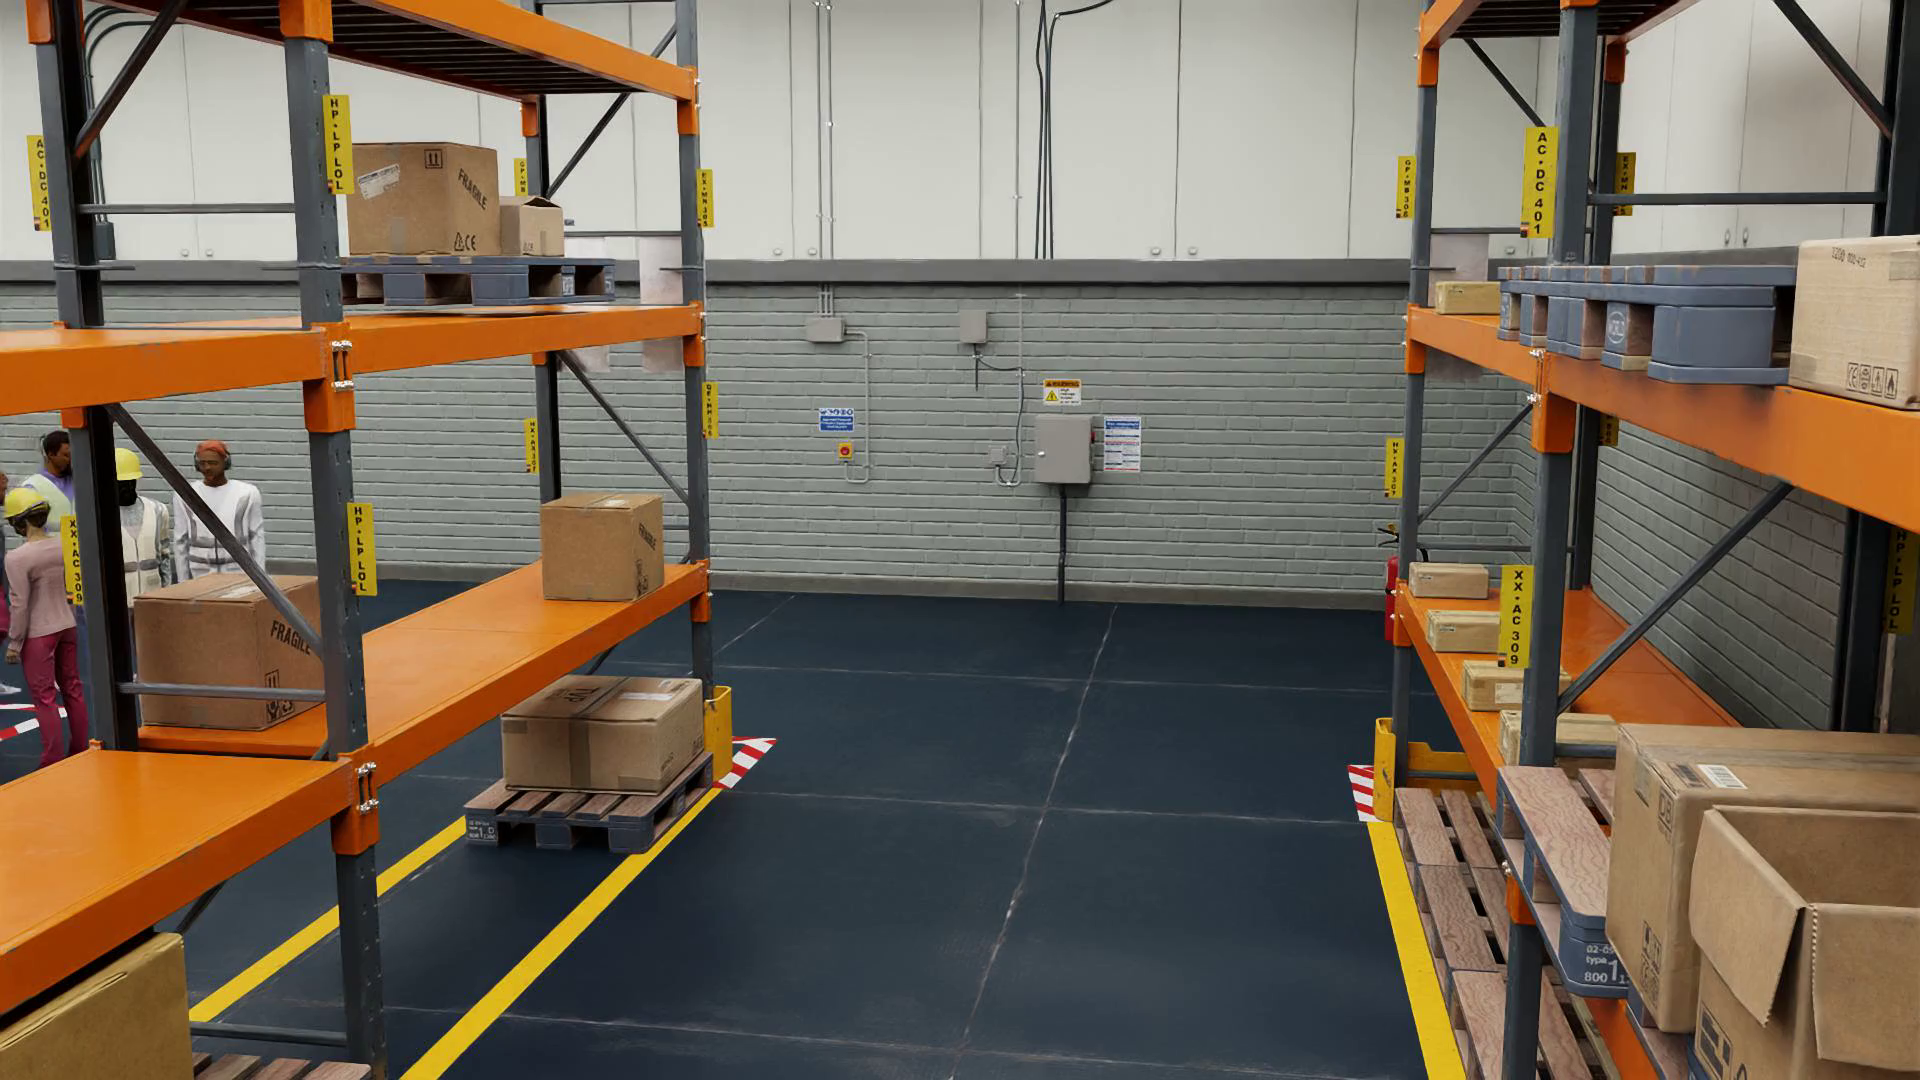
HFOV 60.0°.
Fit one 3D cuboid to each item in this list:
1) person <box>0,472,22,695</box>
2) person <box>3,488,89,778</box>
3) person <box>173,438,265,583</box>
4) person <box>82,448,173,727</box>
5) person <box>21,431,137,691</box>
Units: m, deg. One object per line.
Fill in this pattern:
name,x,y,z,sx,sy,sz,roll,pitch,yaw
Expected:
person,-6.904,0.318,11.821,0.367,1.612,0.530,-3,10,-18
person,-5.467,0.563,9.898,0.327,1.760,0.524,2,9,10
person,-5.127,0.234,11.536,0.584,1.882,0.337,-3,10,-16
person,-5.250,0.375,10.533,0.382,1.924,0.590,7,12,37
person,-6.336,0.170,11.915,0.773,1.887,0.610,2,10,14
